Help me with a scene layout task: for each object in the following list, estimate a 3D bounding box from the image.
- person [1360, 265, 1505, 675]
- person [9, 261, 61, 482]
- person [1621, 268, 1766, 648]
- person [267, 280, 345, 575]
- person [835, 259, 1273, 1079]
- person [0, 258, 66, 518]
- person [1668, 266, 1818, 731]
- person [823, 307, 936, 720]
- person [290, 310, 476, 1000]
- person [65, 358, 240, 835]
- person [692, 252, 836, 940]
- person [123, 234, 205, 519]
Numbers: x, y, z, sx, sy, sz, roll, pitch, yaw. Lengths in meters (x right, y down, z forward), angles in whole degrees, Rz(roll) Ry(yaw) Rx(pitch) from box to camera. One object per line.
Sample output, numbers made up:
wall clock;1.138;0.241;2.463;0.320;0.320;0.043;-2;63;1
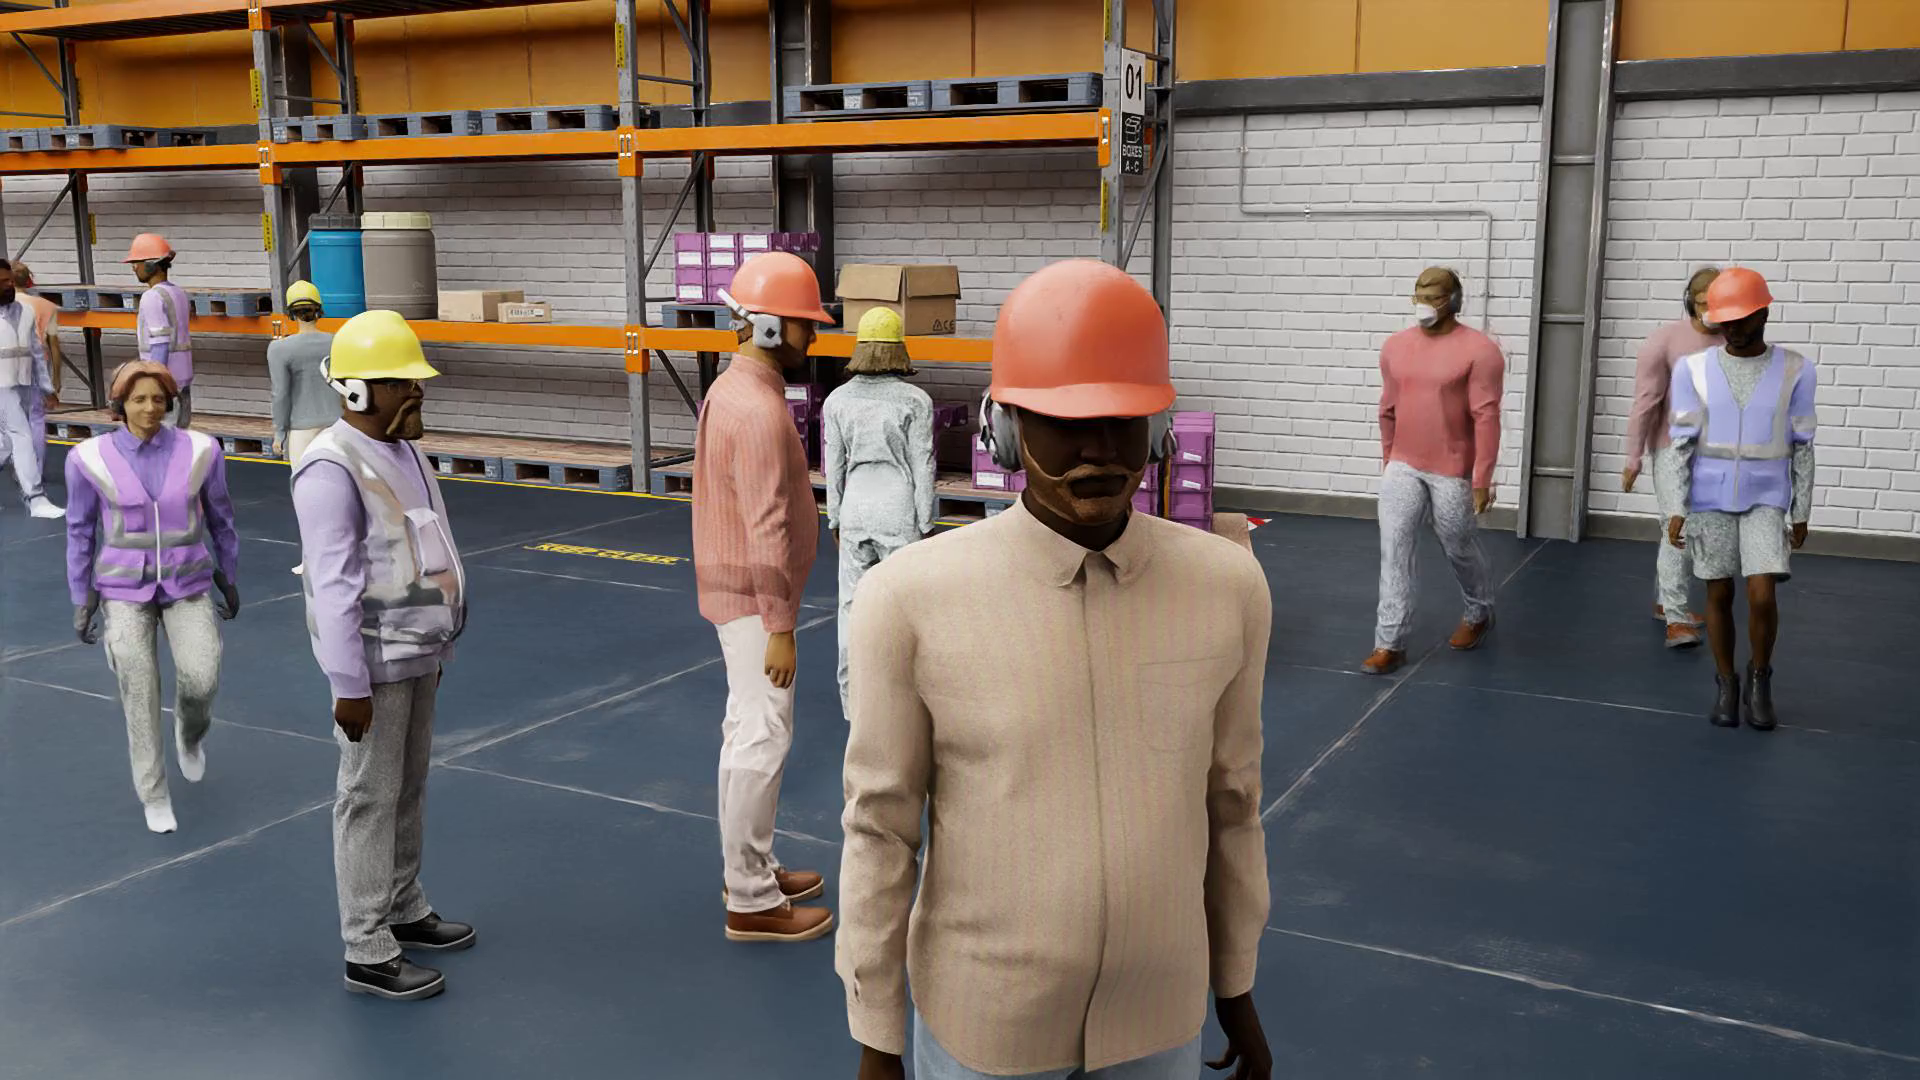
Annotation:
person;2.280;-0.350;7.890;0.642;1.903;0.990;10;14;42
person;-7.668;-1.362;13.622;0.584;1.827;0.445;-9;14;-41
person;3.666;-0.410;8.322;0.651;1.867;0.891;-2;10;-8
person;-3.862;-0.661;9.963;0.525;1.765;0.329;-10;14;-43
person;0.146;0.628;2.255;0.623;1.992;0.397;-3;11;-17
person;-6.963;-1.105;12.084;0.948;1.884;0.590;2;11;12
person;3.176;-0.154;6.800;0.556;1.901;0.510;5;11;25
person;-0.323;-0.092;6.925;0.484;1.736;0.321;4;11;20
person;-1.536;0.301;4.491;0.404;1.830;0.600;0;10;1
person;-2.783;0.178;5.748;0.542;1.622;0.444;-7;12;-33
person;-0.554;0.175;4.791;0.412;1.980;0.626;-3;11;-14
person;-5.605;-1.116;11.690;0.384;2.039;0.616;-1;10;-8
